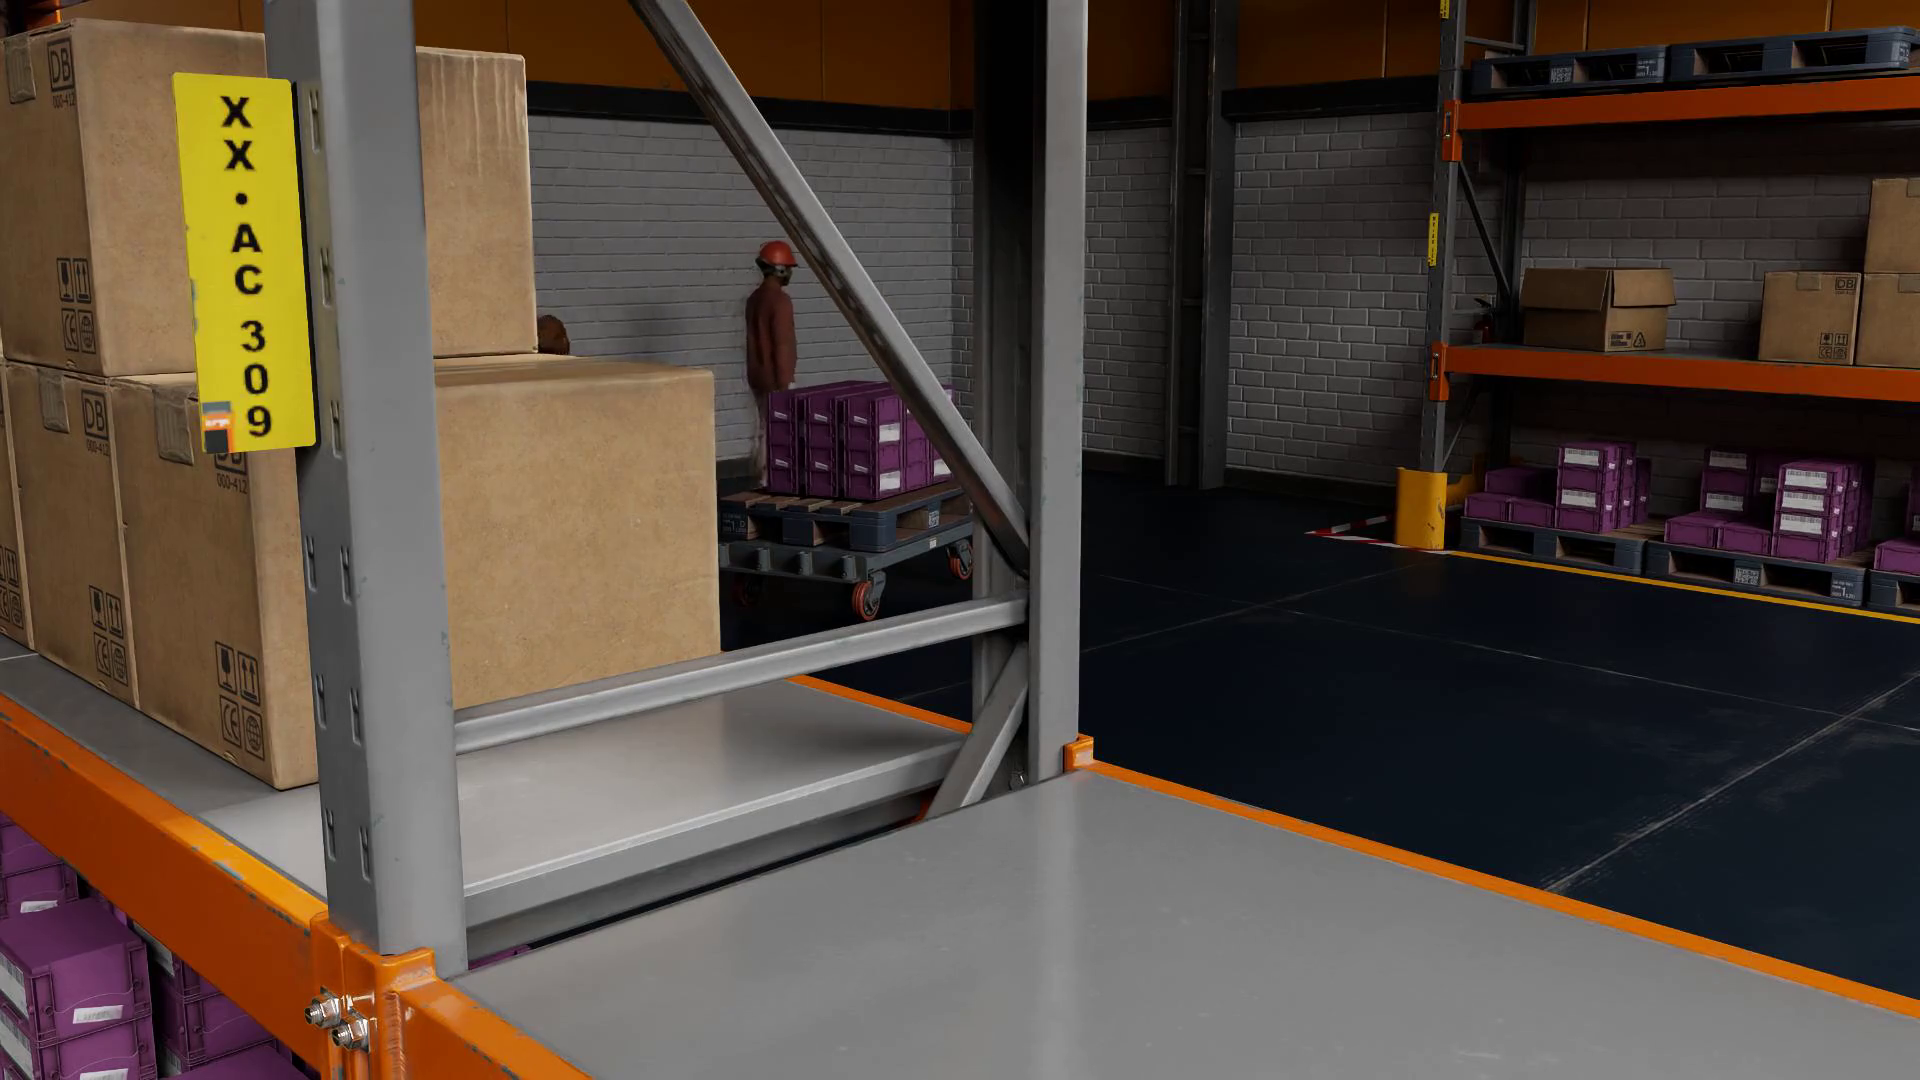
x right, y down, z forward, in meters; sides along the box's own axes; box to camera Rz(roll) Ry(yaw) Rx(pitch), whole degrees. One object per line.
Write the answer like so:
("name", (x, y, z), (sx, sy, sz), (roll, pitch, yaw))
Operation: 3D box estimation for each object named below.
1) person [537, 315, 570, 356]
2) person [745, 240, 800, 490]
("person", (-2.253, -0.453, 9.273), (0.502, 1.582, 0.885), (5, 11, 24))
("person", (-1.314, -1.148, 11.957), (0.437, 1.977, 0.639), (-6, 12, -30))
